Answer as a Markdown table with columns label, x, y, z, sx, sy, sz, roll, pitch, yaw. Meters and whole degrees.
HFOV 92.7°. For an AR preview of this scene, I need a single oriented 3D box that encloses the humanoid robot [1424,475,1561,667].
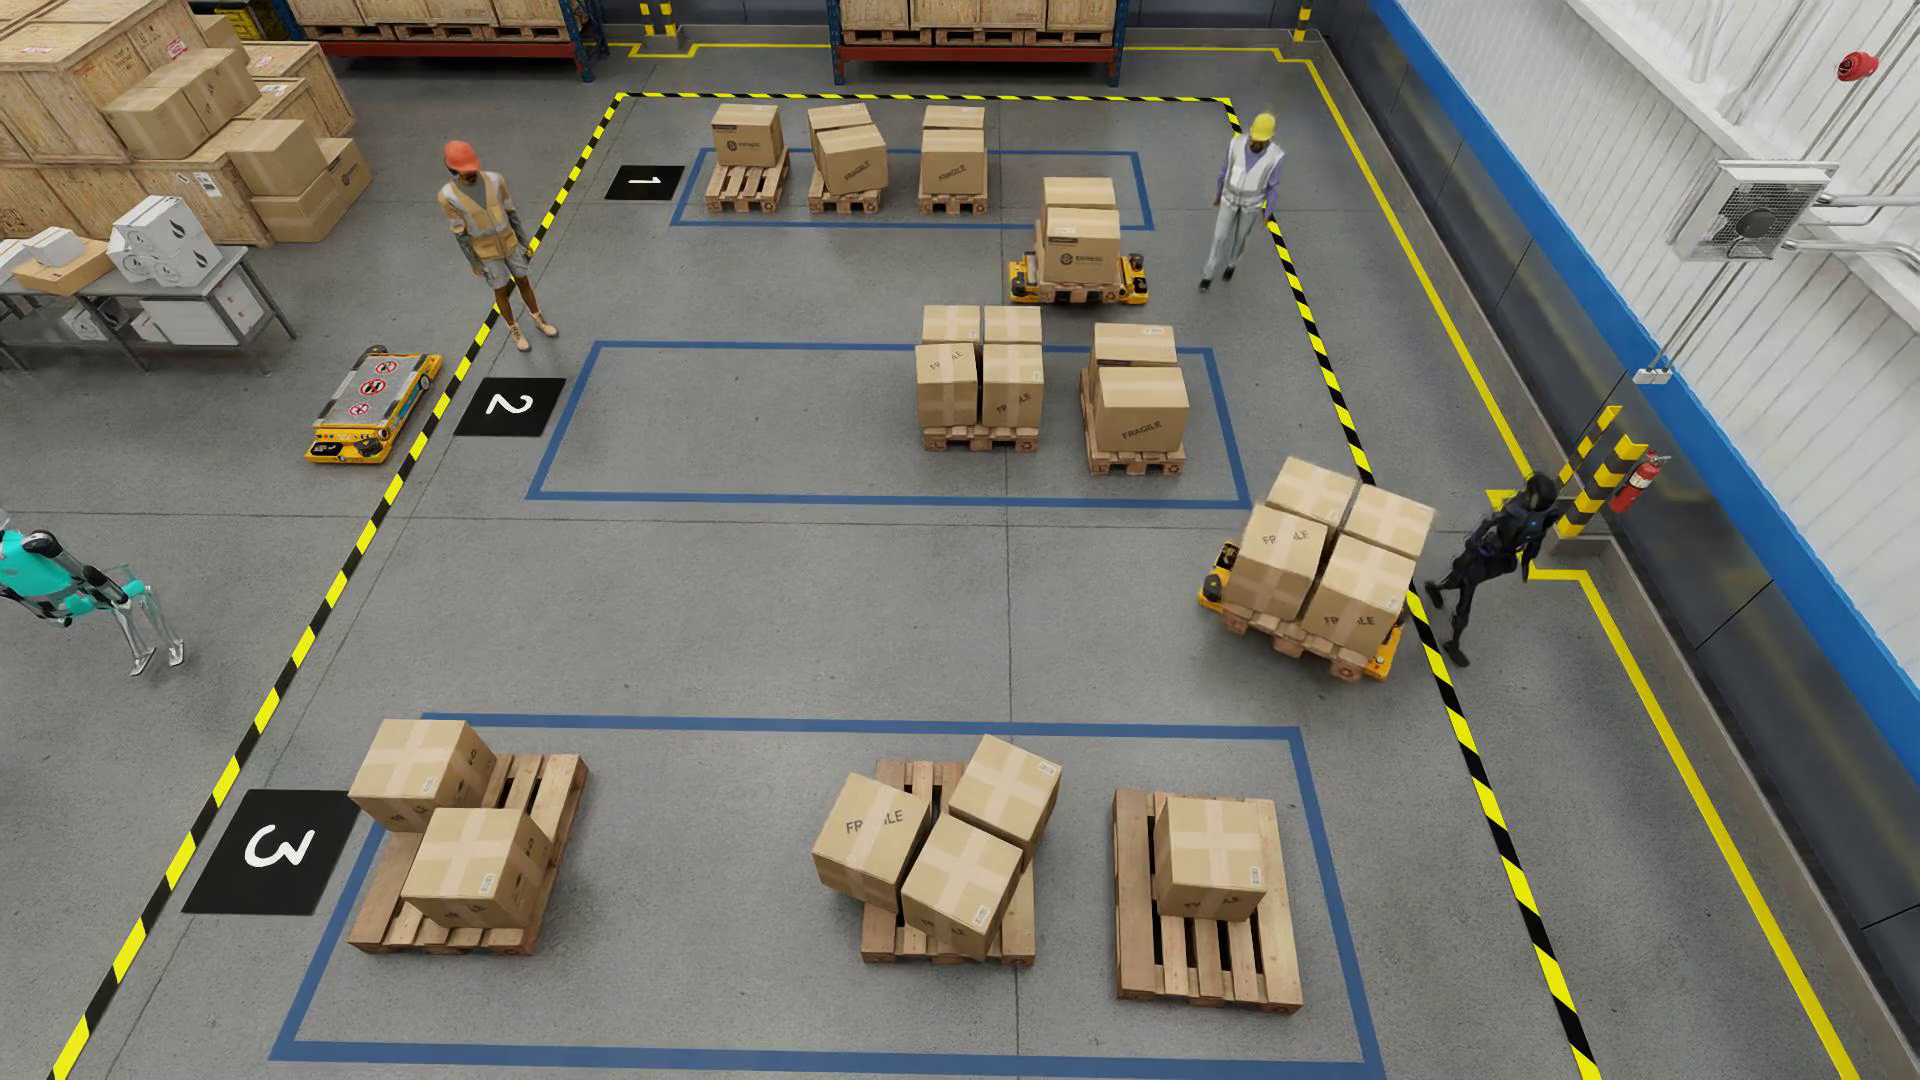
| label | x | y | z | sx | sy | sz | roll | pitch | yaw |
| --- | --- | --- | --- | --- | --- | --- | --- | --- | --- |
| humanoid robot | 3.702 | 0.137 | 6.363 | 0.589 | 1.629 | 0.781 | -8 | 50 | -6 |

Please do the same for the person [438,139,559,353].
| label | x | y | z | sx | sy | sz | roll | pitch | yaw |
| --- | --- | --- | --- | --- | --- | --- | --- | --- | --- |
| person | -4.281 | -2.705 | 8.495 | 0.369 | 2.045 | 0.604 | 35 | 58 | 26 |

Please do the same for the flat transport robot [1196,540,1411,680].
| label | x | y | z | sx | sy | sz | roll | pitch | yaw |
| --- | --- | --- | --- | --- | --- | --- | --- | --- | --- |
| flat transport robot | 2.599 | 0.475 | 6.947 | 1.431 | 0.197 | 0.652 | 24 | 54 | 19 |

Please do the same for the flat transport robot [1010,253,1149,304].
| label | x | y | z | sx | sy | sz | roll | pitch | yaw |
| --- | --- | --- | --- | --- | --- | --- | --- | --- | --- |
| flat transport robot | 1.250 | -2.786 | 9.706 | 1.431 | 0.197 | 0.652 | 1 | 50 | 1 |

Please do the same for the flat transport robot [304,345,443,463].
| label | x | y | z | sx | sy | sz | roll | pitch | yaw |
| --- | --- | --- | --- | --- | --- | --- | --- | --- | --- |
| flat transport robot | -5.383 | -1.269 | 8.441 | 0.659 | 0.231 | 1.431 | 1 | 50 | 1 |

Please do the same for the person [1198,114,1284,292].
| label | x | y | z | sx | sy | sz | roll | pitch | yaw |
| --- | --- | --- | --- | --- | --- | --- | --- | --- | --- |
| person | 2.812 | -3.328 | 9.174 | 0.620 | 1.800 | 0.748 | 19 | 52 | 16 |

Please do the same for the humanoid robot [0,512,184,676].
| label | x | y | z | sx | sy | sz | roll | pitch | yaw |
| --- | --- | --- | --- | --- | --- | --- | --- | --- | --- |
| humanoid robot | -5.825 | 0.256 | 6.101 | 0.533 | 1.675 | 0.735 | -12 | 51 | -10 |
